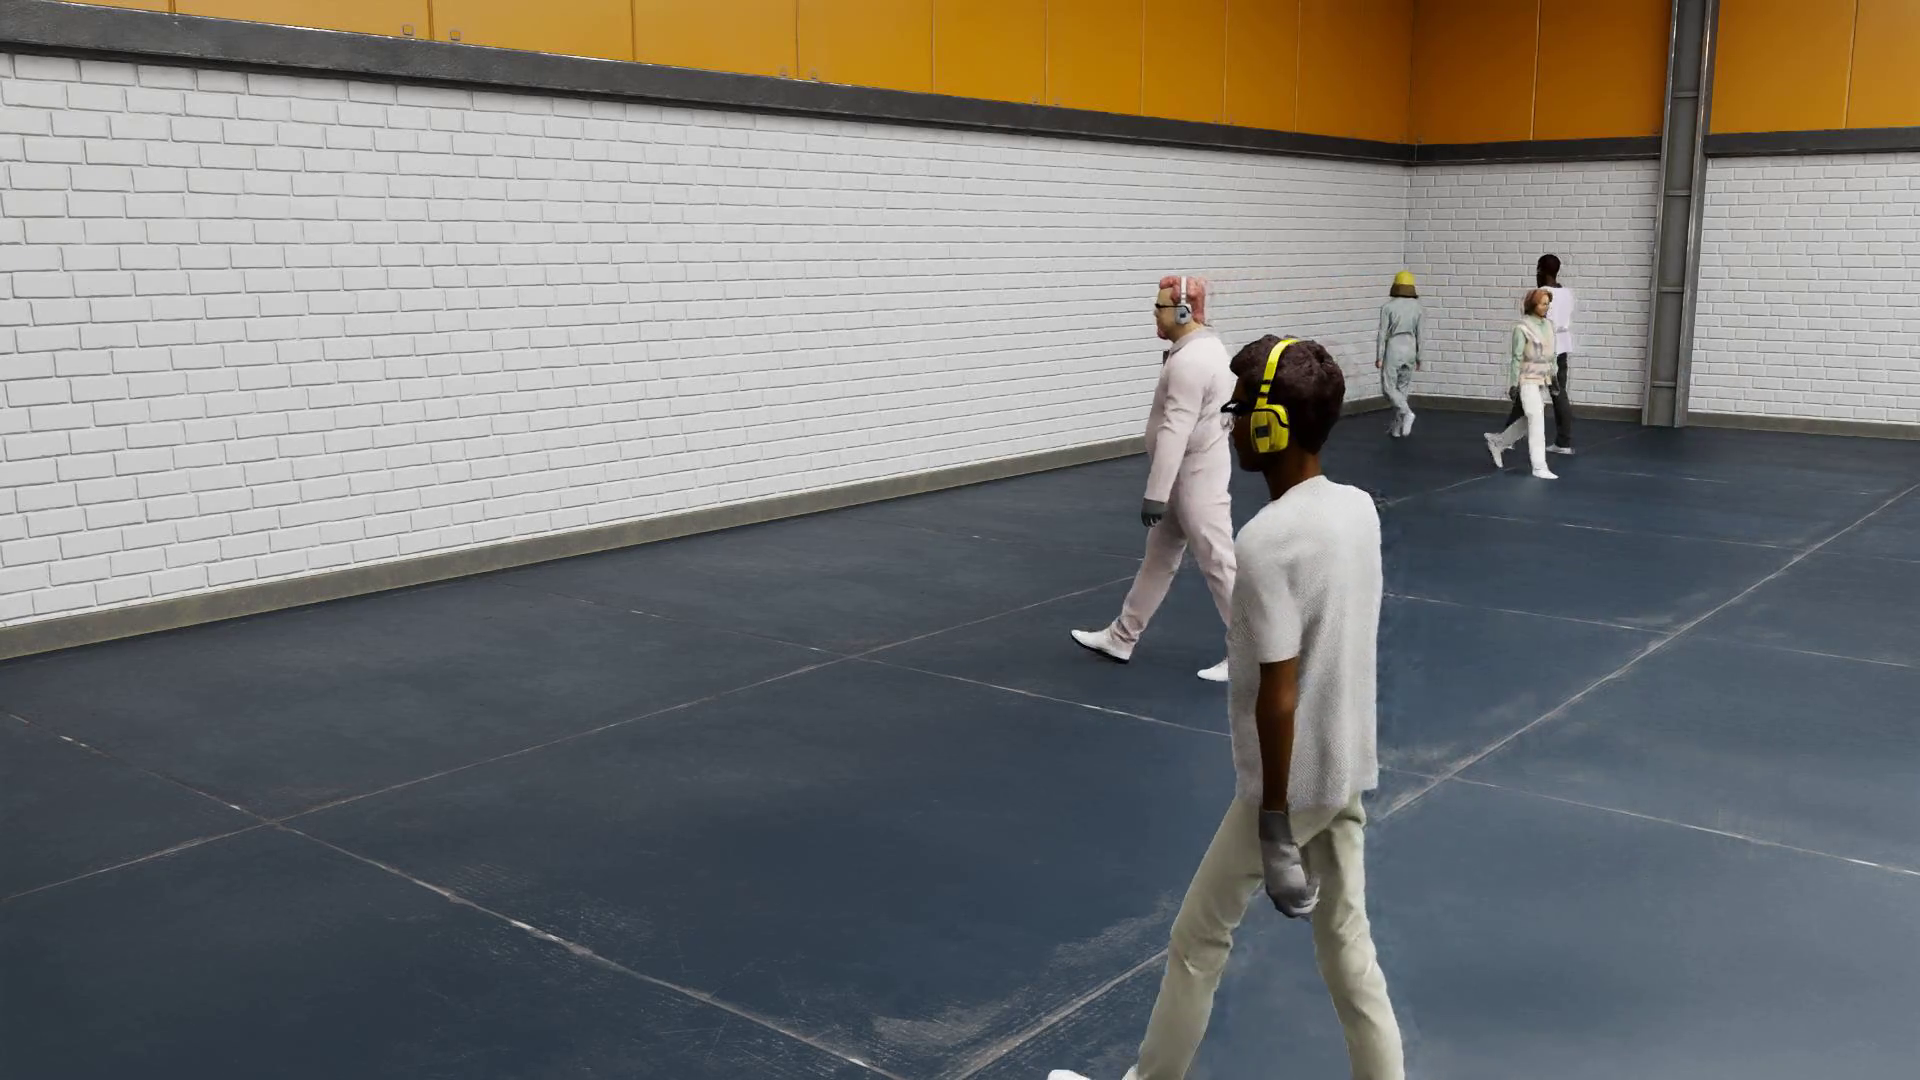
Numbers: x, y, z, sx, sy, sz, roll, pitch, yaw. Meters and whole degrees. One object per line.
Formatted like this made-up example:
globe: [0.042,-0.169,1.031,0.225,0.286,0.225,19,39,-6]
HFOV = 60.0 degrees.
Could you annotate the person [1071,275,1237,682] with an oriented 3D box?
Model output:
person: [0.978,-0.274,7.654,0.979,1.852,0.669,2,10,12]

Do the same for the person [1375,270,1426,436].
person: [4.516,-1.886,16.961,0.491,1.721,0.660,-2,10,-12]

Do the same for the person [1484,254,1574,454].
person: [5.530,-1.781,15.952,0.608,1.878,0.911,-7,12,-33]

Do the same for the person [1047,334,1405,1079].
person: [0.607,0.495,3.482,0.929,1.830,0.520,10,14,44]

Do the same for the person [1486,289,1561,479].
person: [4.878,-1.360,14.339,0.510,1.618,0.733,-8,13,-38]
